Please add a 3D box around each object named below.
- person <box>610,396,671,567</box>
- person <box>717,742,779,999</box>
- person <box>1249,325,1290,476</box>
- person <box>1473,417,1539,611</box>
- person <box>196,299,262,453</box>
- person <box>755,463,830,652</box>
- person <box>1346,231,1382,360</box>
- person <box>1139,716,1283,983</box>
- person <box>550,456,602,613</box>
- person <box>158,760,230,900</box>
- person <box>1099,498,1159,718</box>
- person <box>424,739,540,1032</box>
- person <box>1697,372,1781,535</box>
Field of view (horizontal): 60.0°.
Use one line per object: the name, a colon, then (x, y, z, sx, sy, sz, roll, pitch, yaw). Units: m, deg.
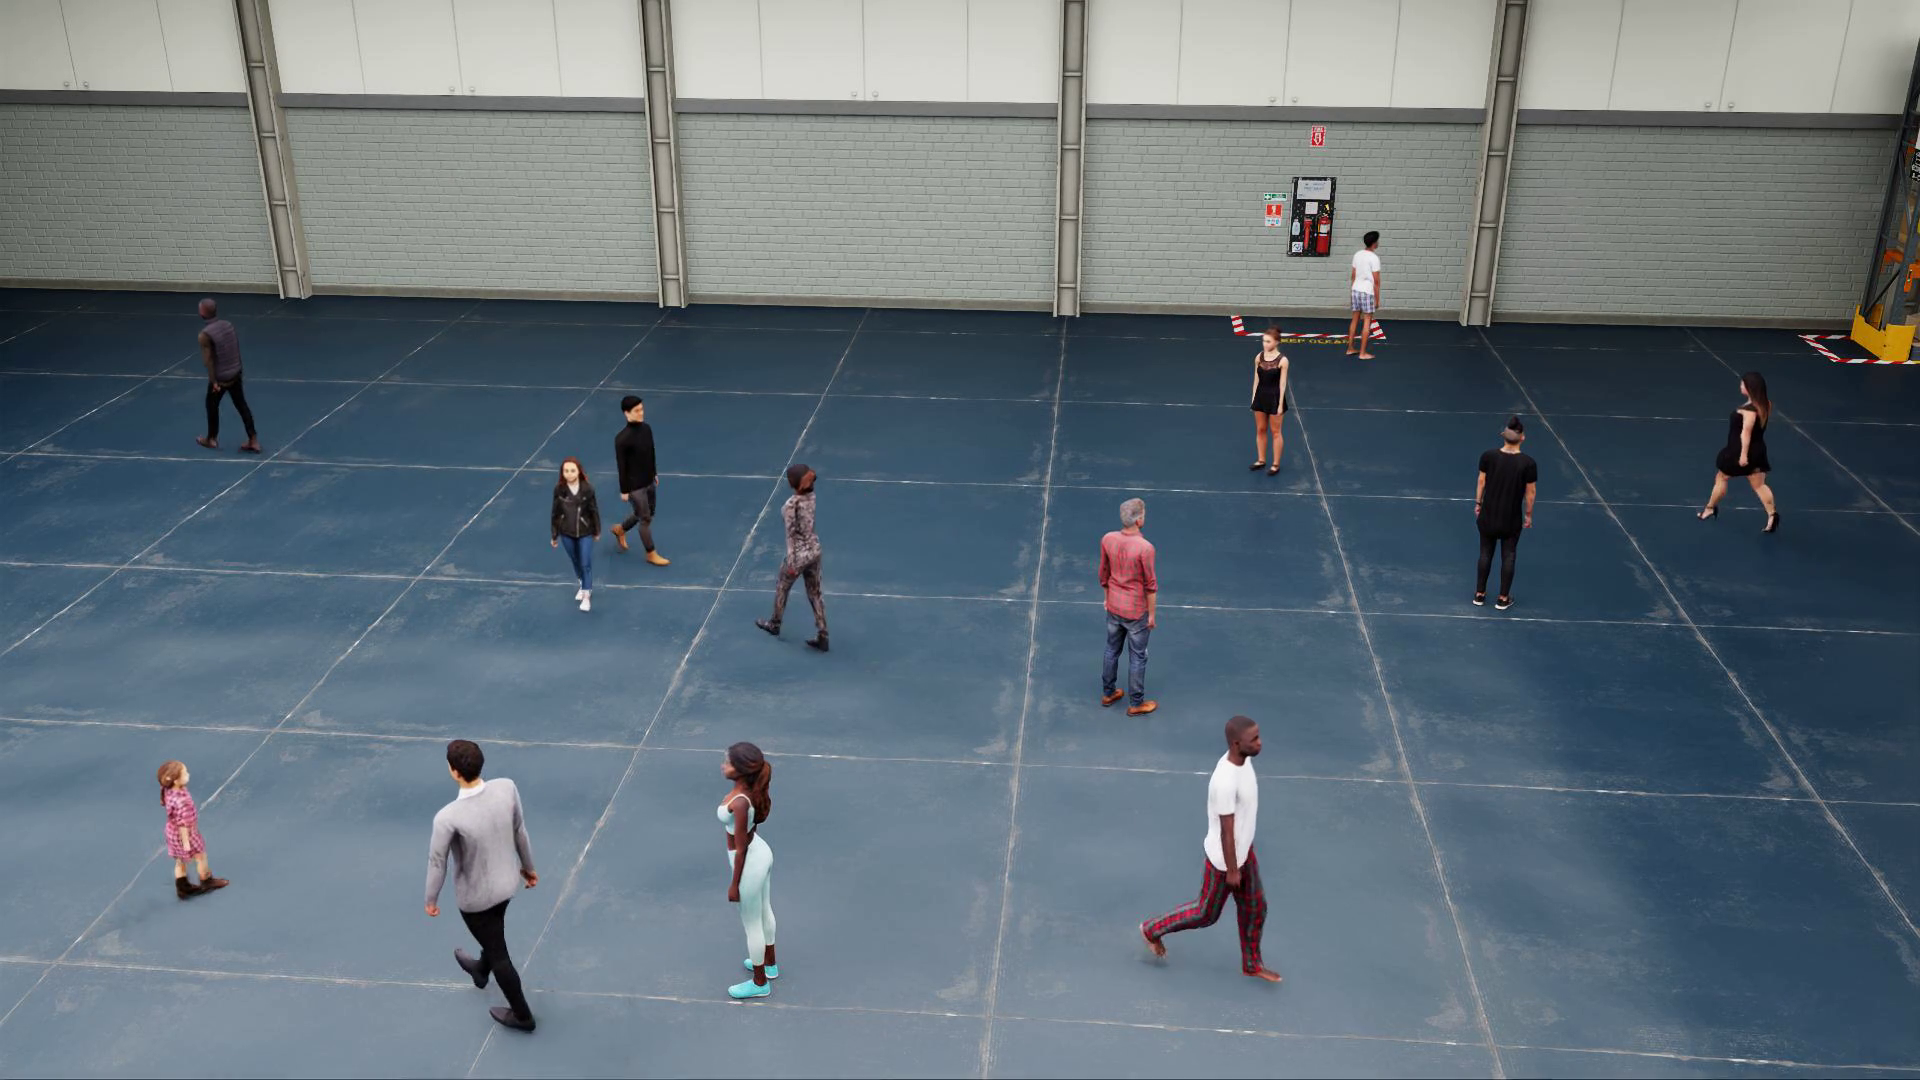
person: (-3.179, -0.596, 16.214, 1.057, 1.706, 0.846, 10, 25, 23)
person: (-1.282, 1.993, 10.105, 0.537, 1.722, 0.576, 4, 23, 9)
person: (3.460, -1.569, 18.534, 0.674, 1.681, 0.752, 19, 30, 38)
person: (4.977, -0.268, 15.241, 0.672, 1.864, 0.820, 12, 26, 26)
person: (-8.341, -1.856, 19.054, 1.118, 1.802, 0.883, 9, 25, 21)
person: (-1.297, 0.180, 14.416, 1.094, 1.686, 0.926, 16, 28, 33)
person: (5.509, -3.350, 22.659, 0.733, 1.731, 0.720, -13, 26, -27)
person: (1.560, 1.905, 10.207, 1.236, 1.805, 0.952, 11, 25, 24)
person: (-3.532, -0.105, 15.380, 0.793, 1.455, 0.639, 2, 23, 4)
person: (-5.242, 1.952, 11.108, 0.639, 1.013, 0.578, -17, 29, -35)
person: (1.358, 0.527, 13.413, 0.719, 1.831, 0.819, 20, 30, 38)
person: (-2.703, 2.063, 9.728, 1.243, 1.889, 1.097, 15, 27, 31)
person: (8.040, -0.825, 16.802, 1.106, 1.666, 1.173, -18, 29, -36)
